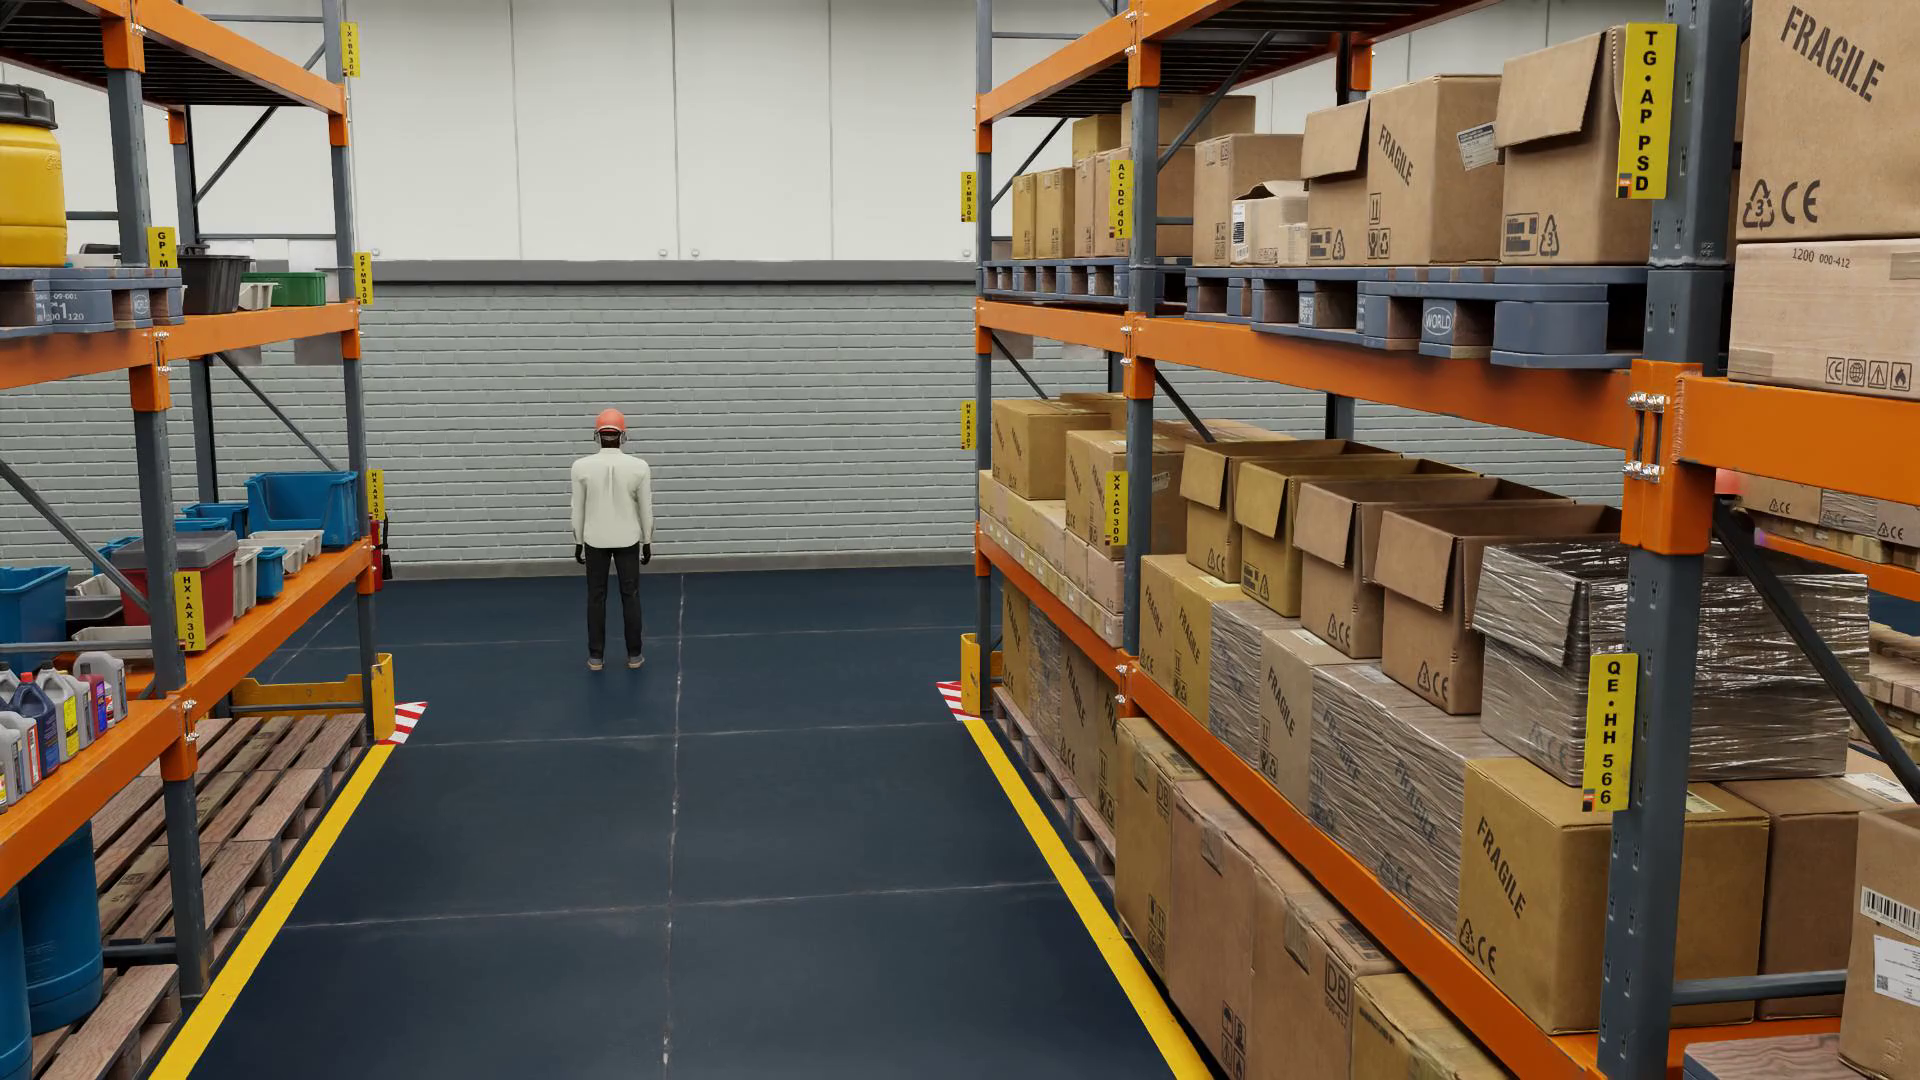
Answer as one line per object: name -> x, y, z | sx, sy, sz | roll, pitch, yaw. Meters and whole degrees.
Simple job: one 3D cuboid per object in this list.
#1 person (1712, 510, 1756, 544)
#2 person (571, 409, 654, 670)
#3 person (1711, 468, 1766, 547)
person -> 3.752, 0.775, 8.254 | 0.617, 1.858, 1.038 | -1, 9, -4
person -> -2.645, -0.002, 12.679 | 0.609, 1.987, 0.402 | -2, 9, -14
person -> 4.493, 0.494, 9.908 | 0.557, 1.899, 0.971 | -1, 9, -5
